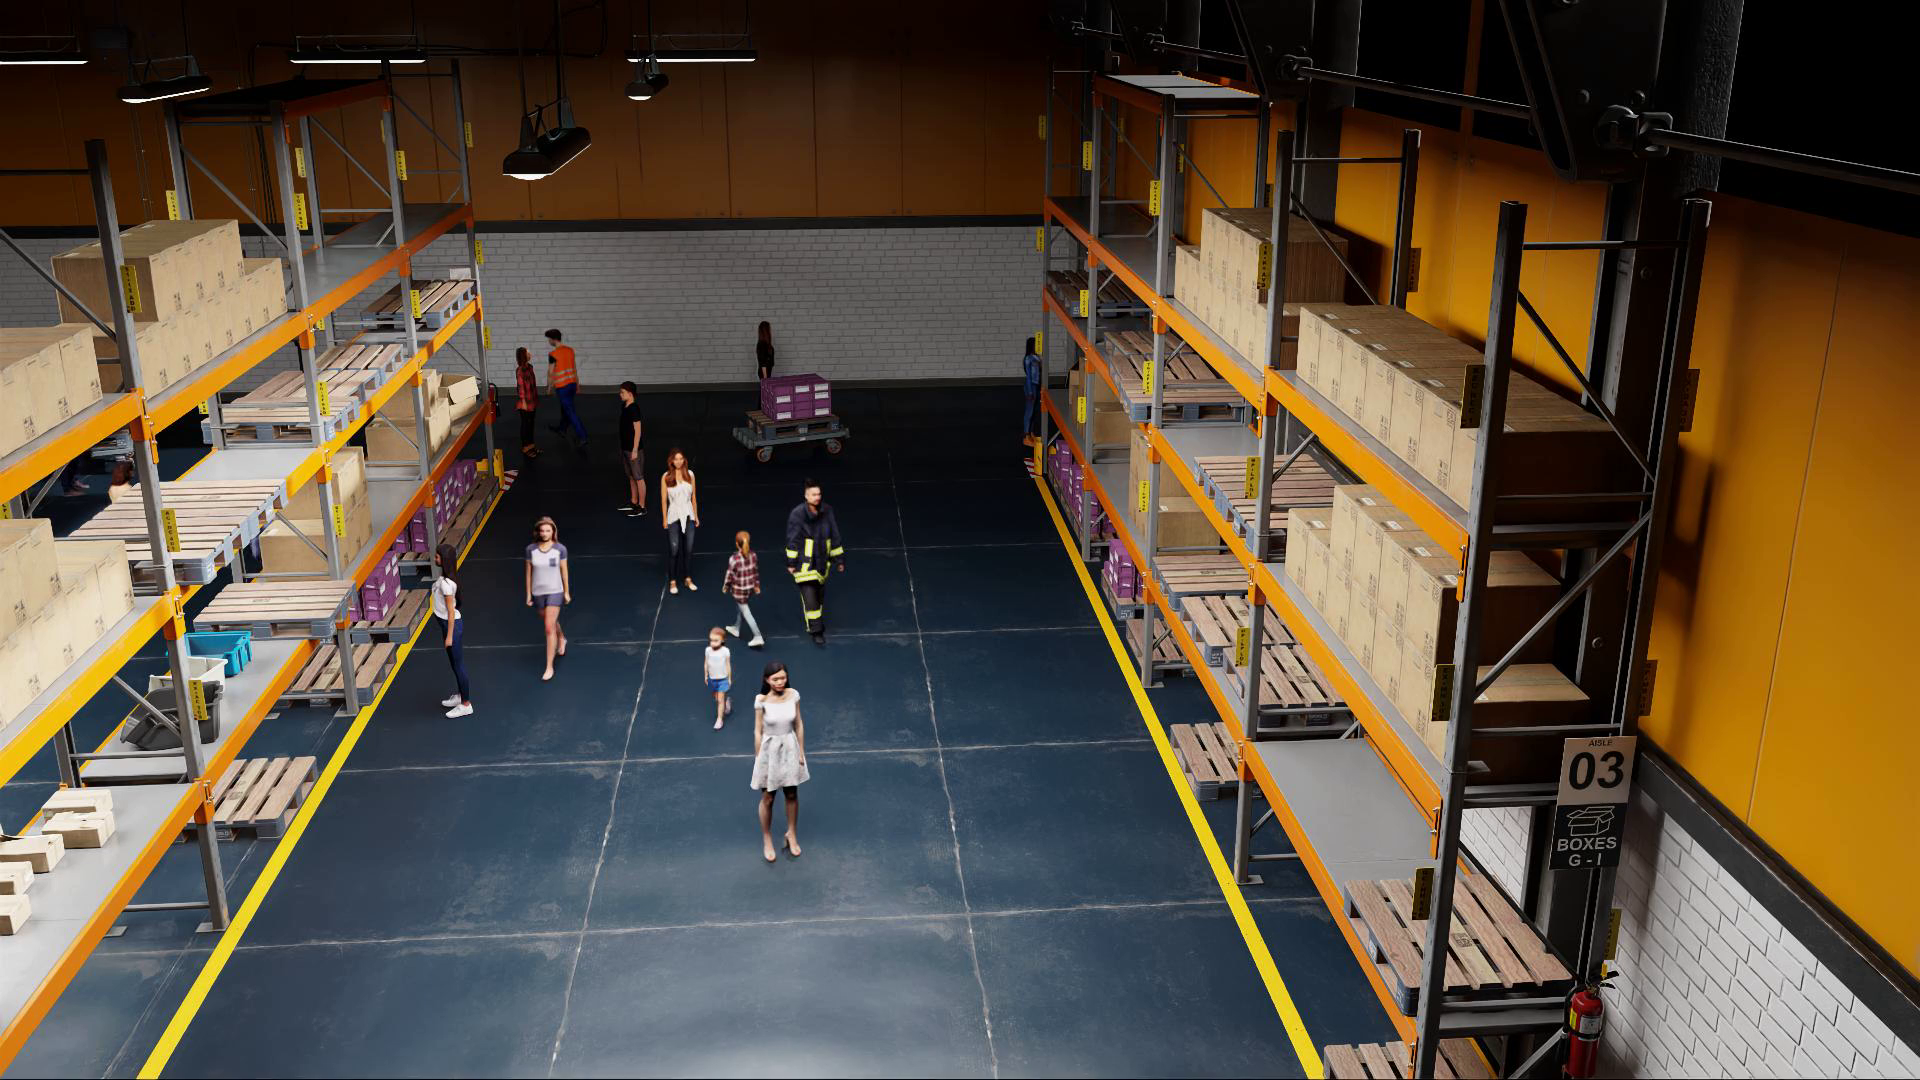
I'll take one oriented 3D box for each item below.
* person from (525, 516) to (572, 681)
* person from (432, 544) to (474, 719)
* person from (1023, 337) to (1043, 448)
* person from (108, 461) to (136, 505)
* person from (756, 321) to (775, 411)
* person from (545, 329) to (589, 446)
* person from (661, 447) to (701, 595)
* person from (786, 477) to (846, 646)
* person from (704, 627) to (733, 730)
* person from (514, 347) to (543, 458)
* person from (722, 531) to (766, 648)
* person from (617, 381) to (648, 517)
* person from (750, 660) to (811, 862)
[{"bbox_3d":[-4.346,0.555,17.641,0.750,1.689,1.135,2,19,6],"label":"person"},{"bbox_3d":[-5.042,0.884,16.529,0.694,1.775,0.533,-6,20,-18],"label":"person"},{"bbox_3d":[1.137,-2.357,26.253,0.732,1.713,0.606,7,20,21],"label":"person"},{"bbox_3d":[-9.663,-0.021,19.266,0.771,1.744,0.971,3,19,8],"label":"person"},{"bbox_3d":[-3.234,-2.770,27.483,0.679,1.710,0.478,0,19,-1],"label":"person"},{"bbox_3d":[-6.144,-2.358,26.083,1.141,1.823,1.199,12,22,31],"label":"person"},{"bbox_3d":[-3.347,-0.249,19.882,0.675,1.784,0.657,-9,21,-26],"label":"person"},{"bbox_3d":[-1.675,0.181,18.516,1.017,1.840,1.129,-12,22,-31],"label":"person"},{"bbox_3d":[-2.361,1.328,16.410,0.558,1.010,0.724,5,19,14],"label":"person"},{"bbox_3d":[-6.665,-2.136,25.615,0.731,1.700,0.575,3,19,10],"label":"person"},{"bbox_3d":[-2.339,0.561,18.273,0.966,1.275,0.893,16,24,39],"label":"person"},{"bbox_3d":[-4.489,-1.274,22.802,0.820,1.862,0.692,-11,22,-30],"label":"person"},{"bbox_3d":[-1.503,1.817,13.769,0.746,1.770,0.749,-8,20,-23],"label":"person"}]
